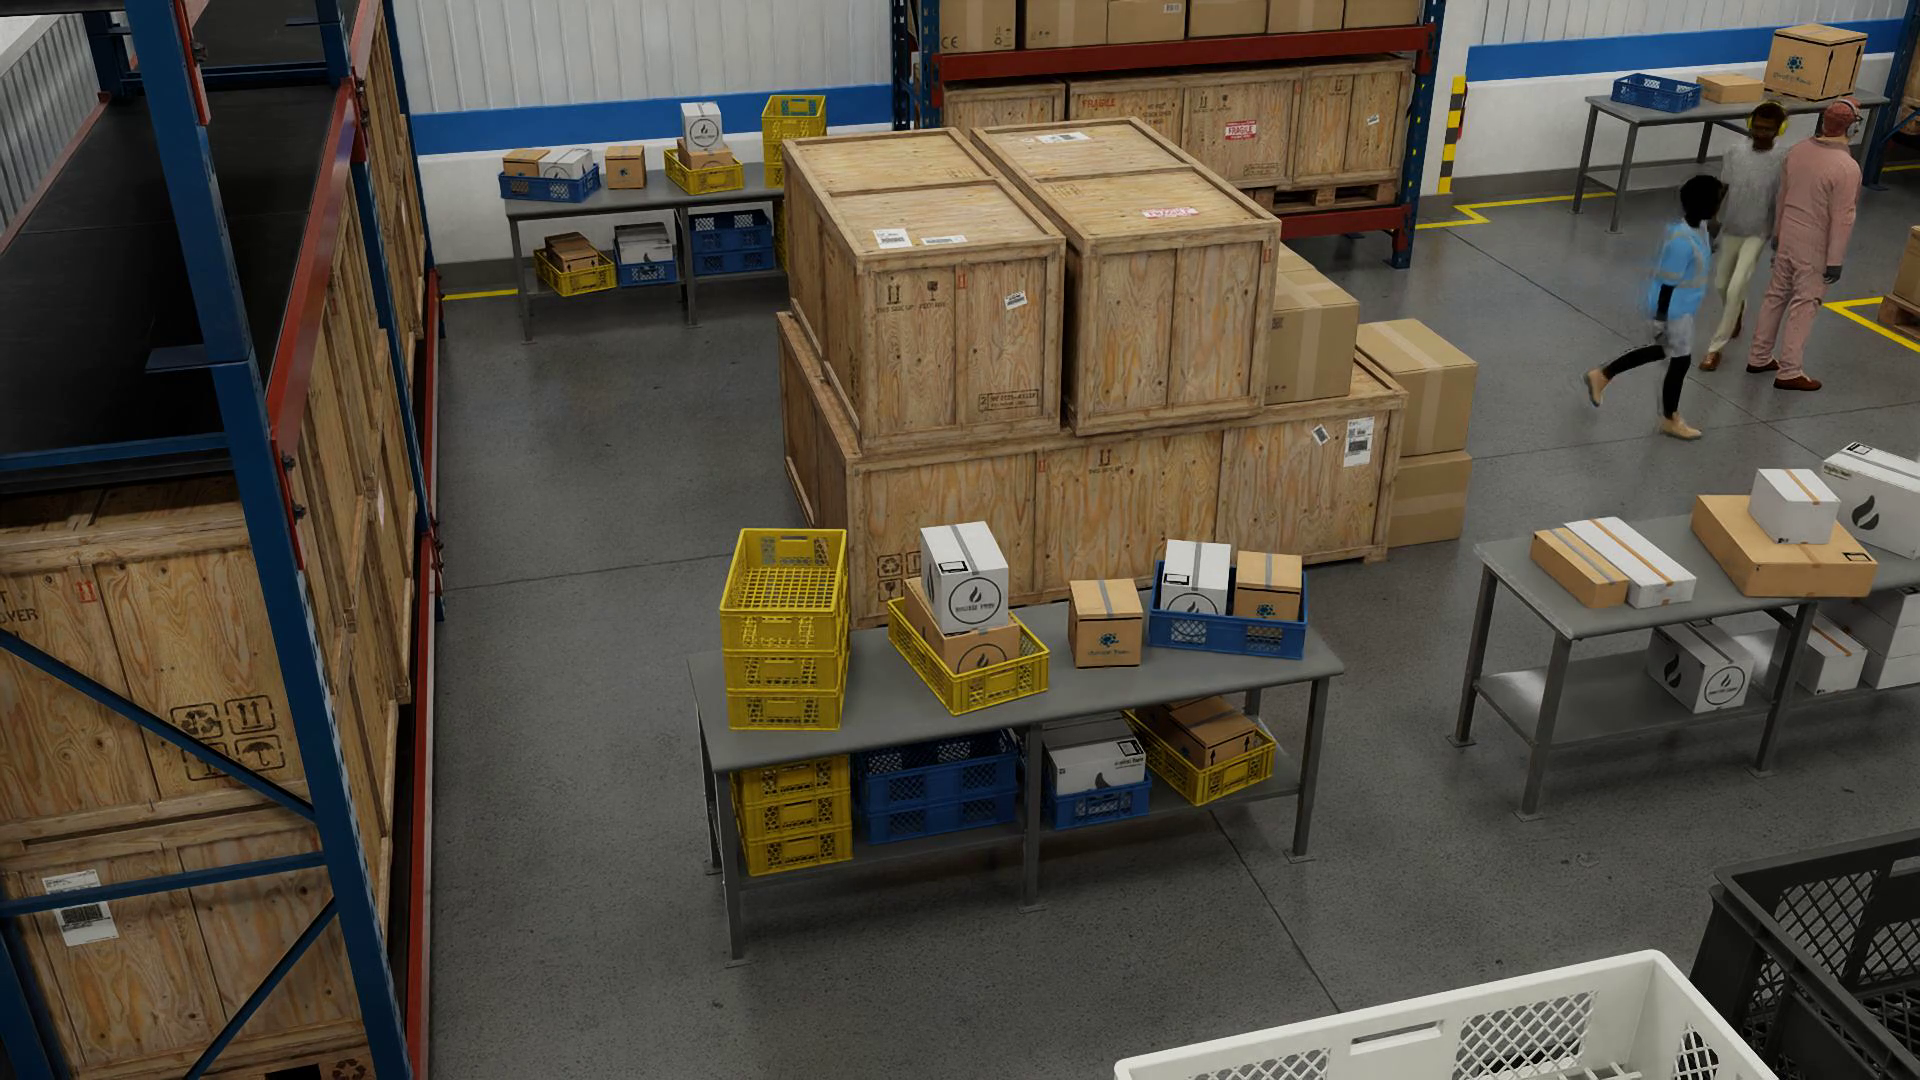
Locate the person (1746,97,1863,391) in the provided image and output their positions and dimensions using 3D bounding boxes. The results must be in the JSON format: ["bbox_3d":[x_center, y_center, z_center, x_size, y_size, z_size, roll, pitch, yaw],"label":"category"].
[{"bbox_3d":[5.598,-1.936,10.915,0.409,1.912,0.645,-6,29,-10],"label":"person"}]

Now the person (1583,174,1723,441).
[{"bbox_3d":[4.353,-1.462,10.293,0.720,1.669,0.536,14,32,24],"label":"person"}]

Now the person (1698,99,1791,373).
[{"bbox_3d":[5.382,-2.105,11.319,0.542,1.835,0.802,24,37,37],"label":"person"}]
